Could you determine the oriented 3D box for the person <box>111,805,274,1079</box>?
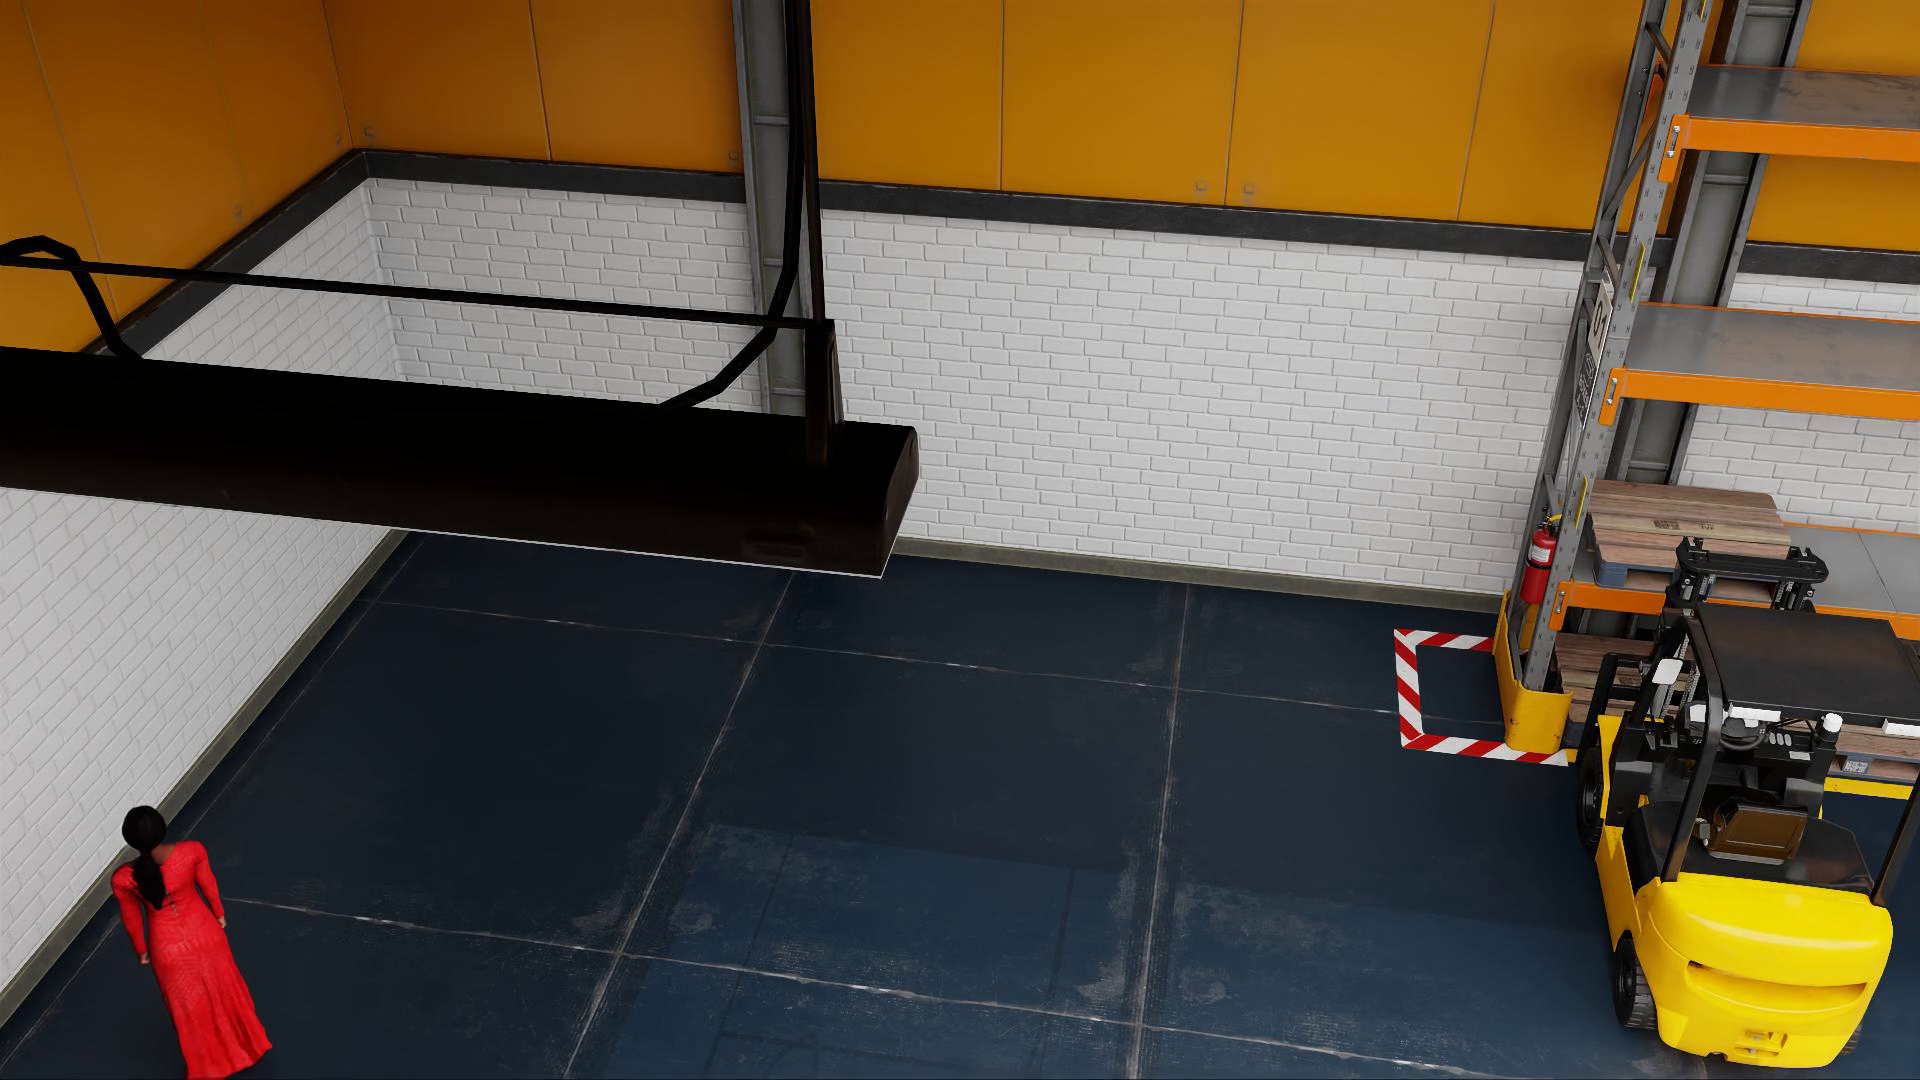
[{"bbox_3d":[-3.945,2.064,8.467,0.756,1.782,0.812,-23,40,-30],"label":"person"}]
